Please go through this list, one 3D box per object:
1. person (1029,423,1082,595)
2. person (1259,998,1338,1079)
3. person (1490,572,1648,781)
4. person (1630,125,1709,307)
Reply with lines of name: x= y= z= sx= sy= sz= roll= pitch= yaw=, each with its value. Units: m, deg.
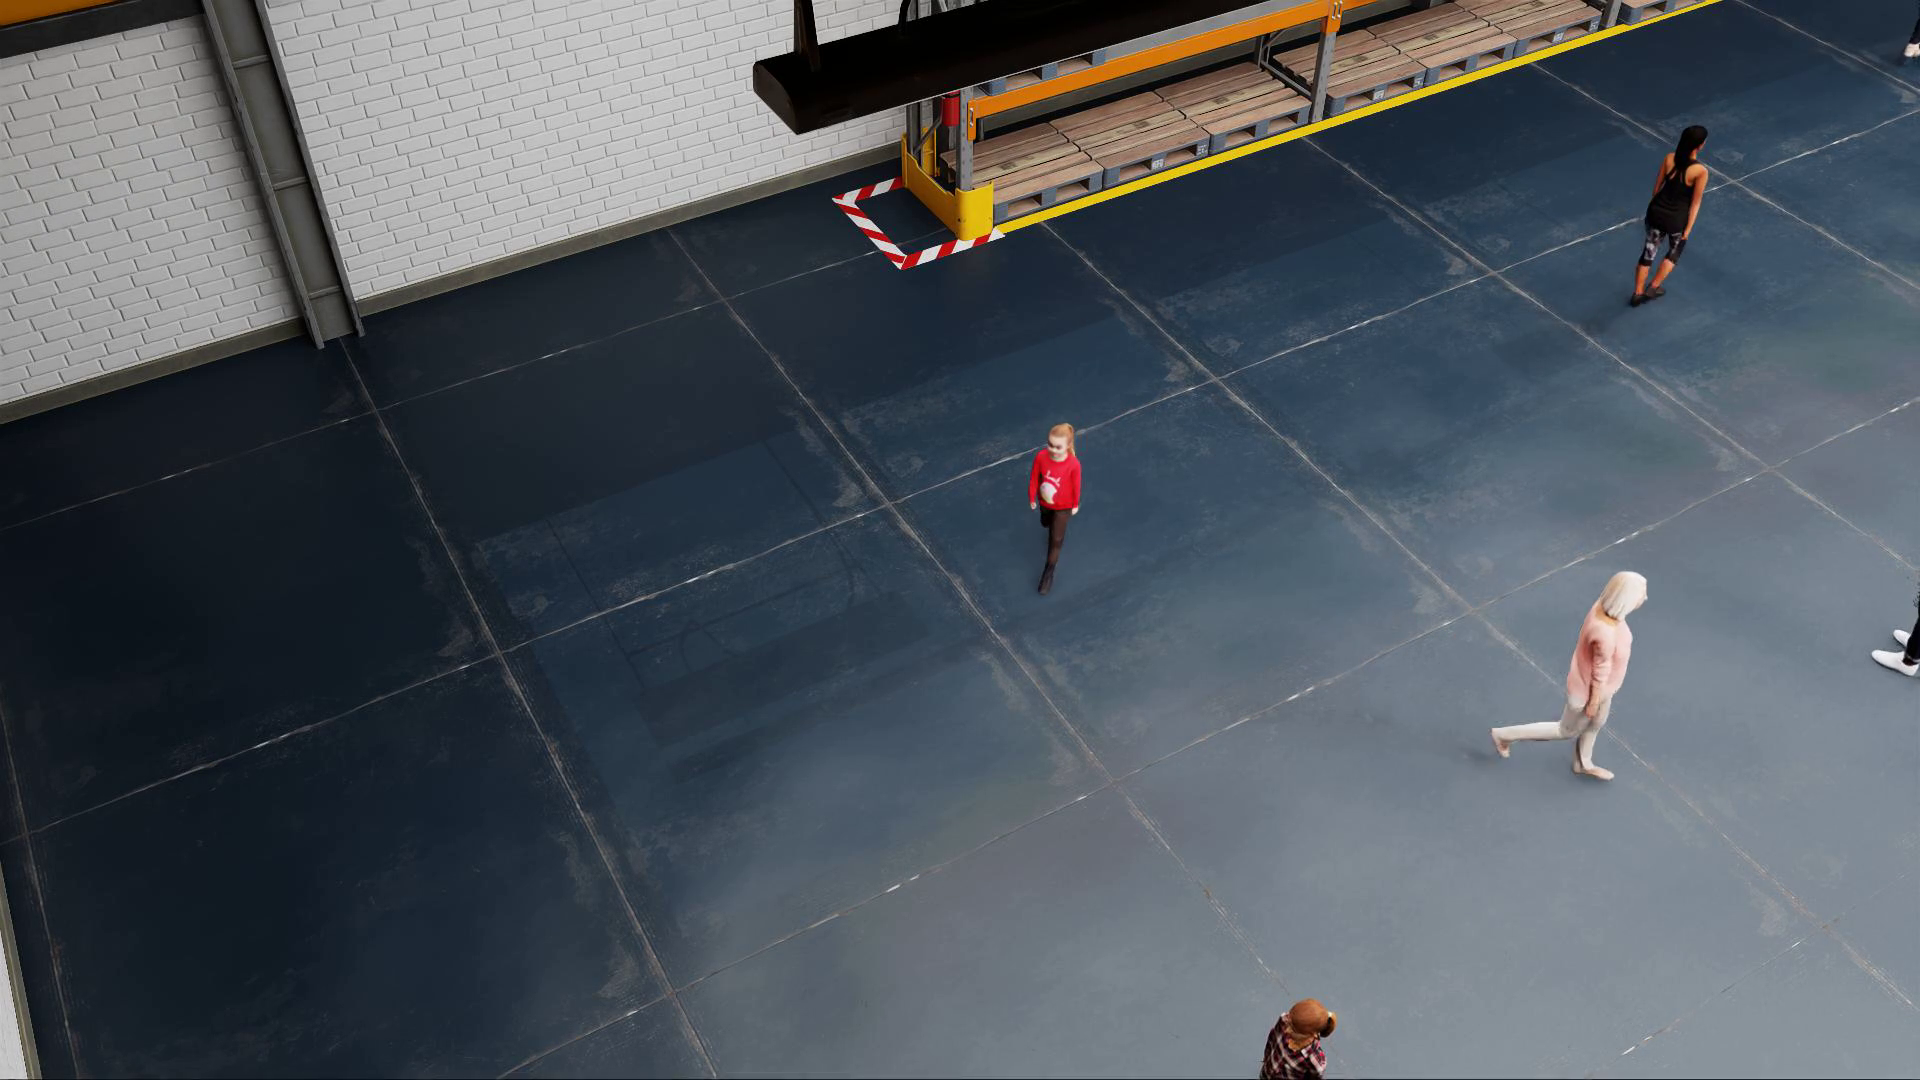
person: x=0.673 y=-0.300 z=11.476 sx=0.838 sy=1.260 sz=0.950 roll=15 pitch=46 yaw=16
person: x=1.650 y=2.683 z=8.312 sx=0.533 sy=1.306 sz=0.535 roll=-18 pitch=47 yaw=-18
person: x=3.701 y=0.831 z=9.968 sx=1.052 sy=1.703 sz=1.035 roll=14 pitch=45 yaw=14
person: x=5.770 y=-2.626 z=13.633 sx=0.639 sy=1.653 sz=0.648 roll=-29 pitch=51 yaw=-27
